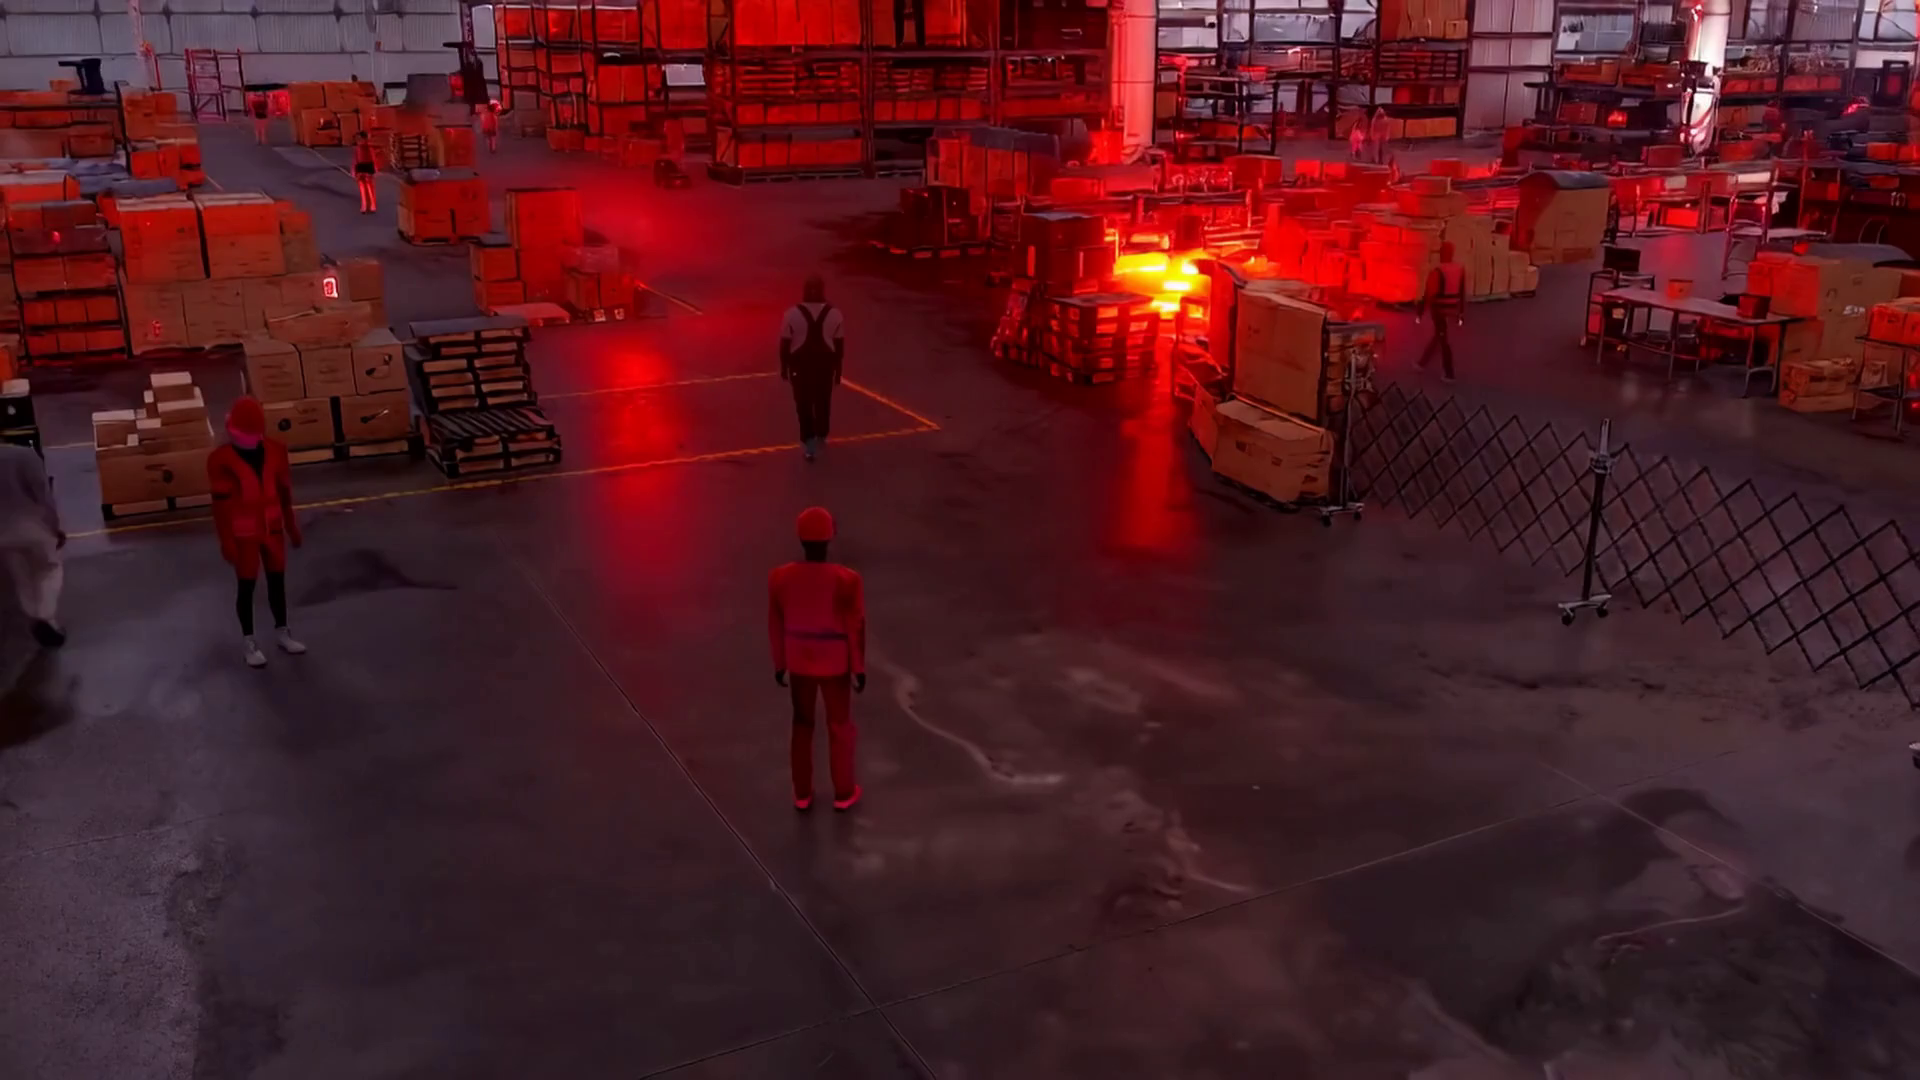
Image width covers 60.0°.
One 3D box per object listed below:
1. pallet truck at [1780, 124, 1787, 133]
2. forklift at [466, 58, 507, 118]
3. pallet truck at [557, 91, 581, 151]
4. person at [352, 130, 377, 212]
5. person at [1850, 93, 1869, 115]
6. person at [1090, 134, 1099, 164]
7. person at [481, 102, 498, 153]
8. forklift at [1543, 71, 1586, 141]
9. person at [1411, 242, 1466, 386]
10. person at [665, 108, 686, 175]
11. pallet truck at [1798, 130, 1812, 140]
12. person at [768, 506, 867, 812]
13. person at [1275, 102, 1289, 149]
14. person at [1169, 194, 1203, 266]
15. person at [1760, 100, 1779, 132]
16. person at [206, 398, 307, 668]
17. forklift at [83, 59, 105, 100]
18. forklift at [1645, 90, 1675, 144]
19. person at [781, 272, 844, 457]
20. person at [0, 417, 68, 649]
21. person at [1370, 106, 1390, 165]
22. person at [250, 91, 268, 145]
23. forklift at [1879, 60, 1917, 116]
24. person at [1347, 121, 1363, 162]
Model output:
[{"bbox_3d":[25.206,-12.542,52.601,1.601,1.201,0.680,0,18,-2],"label":"pallet truck"},{"bbox_3d":[-18.924,-17.485,65.347,1.873,2.768,1.129,4,18,13],"label":"forklift"},{"bbox_3d":[-13.495,-14.412,57.188,0.823,1.965,1.885,-3,18,-9],"label":"pallet truck"},{"bbox_3d":[-14.393,-8.914,40.171,0.399,1.929,0.539,17,24,42],"label":"person"},{"bbox_3d":[30.850,-14.343,57.076,0.455,1.930,0.624,-8,19,-22],"label":"person"},{"bbox_3d":[3.432,-9.343,41.865,0.318,1.700,0.535,1,18,4],"label":"person"},{"bbox_3d":[-15.948,-13.993,56.408,0.557,1.656,0.819,-4,18,-11],"label":"person"},{"bbox_3d":[18.685,-13.231,52.085,1.873,2.768,1.129,-9,20,-26],"label":"forklift"},{"bbox_3d":[6.280,-2.997,21.862,0.606,1.829,0.969,-8,19,-23],"label":"person"},{"bbox_3d":[-8.397,-11.743,48.995,0.613,1.938,0.816,-11,21,-31],"label":"person"},{"bbox_3d":[25.526,-11.556,49.408,1.630,1.274,0.653,-9,20,-26],"label":"pallet truck"},{"bbox_3d":[-0.850,0.728,10.097,0.593,1.928,0.362,2,18,8],"label":"person"},{"bbox_3d":[11.217,-14.403,57.786,0.593,1.608,0.532,-6,19,-18],"label":"person"},{"bbox_3d":[3.573,-4.505,26.398,0.550,1.935,0.376,-6,19,-18],"label":"person"},{"bbox_3d":[27.187,-13.880,55.874,0.791,1.790,0.601,-12,21,-33],"label":"person"},{"bbox_3d":[-5.224,-0.067,12.408,0.387,2.034,0.605,15,23,39],"label":"person"},{"bbox_3d":[-33.599,-17.300,64.770,1.873,2.768,1.129,-16,24,-41],"label":"forklift"},{"bbox_3d":[23.894,-14.796,56.962,1.873,2.768,1.129,-9,20,-26],"label":"forklift"},{"bbox_3d":[-1.608,-1.947,18.257,0.677,2.000,0.945,-4,18,-12],"label":"person"},{"bbox_3d":[-7.161,-0.050,12.566,0.692,1.903,0.479,-2,18,-7],"label":"person"},{"bbox_3d":[12.601,-12.087,50.111,0.399,1.900,0.636,-13,22,-36],"label":"person"},{"bbox_3d":[-25.081,-15.093,59.482,0.614,1.889,0.802,-16,24,-41],"label":"person"},{"bbox_3d":[35.631,-16.922,63.591,1.873,2.768,1.129,-9,20,-26],"label":"forklift"},{"bbox_3d":[11.284,-11.079,47.317,0.719,1.670,0.536,-8,20,-24],"label":"person"}]
